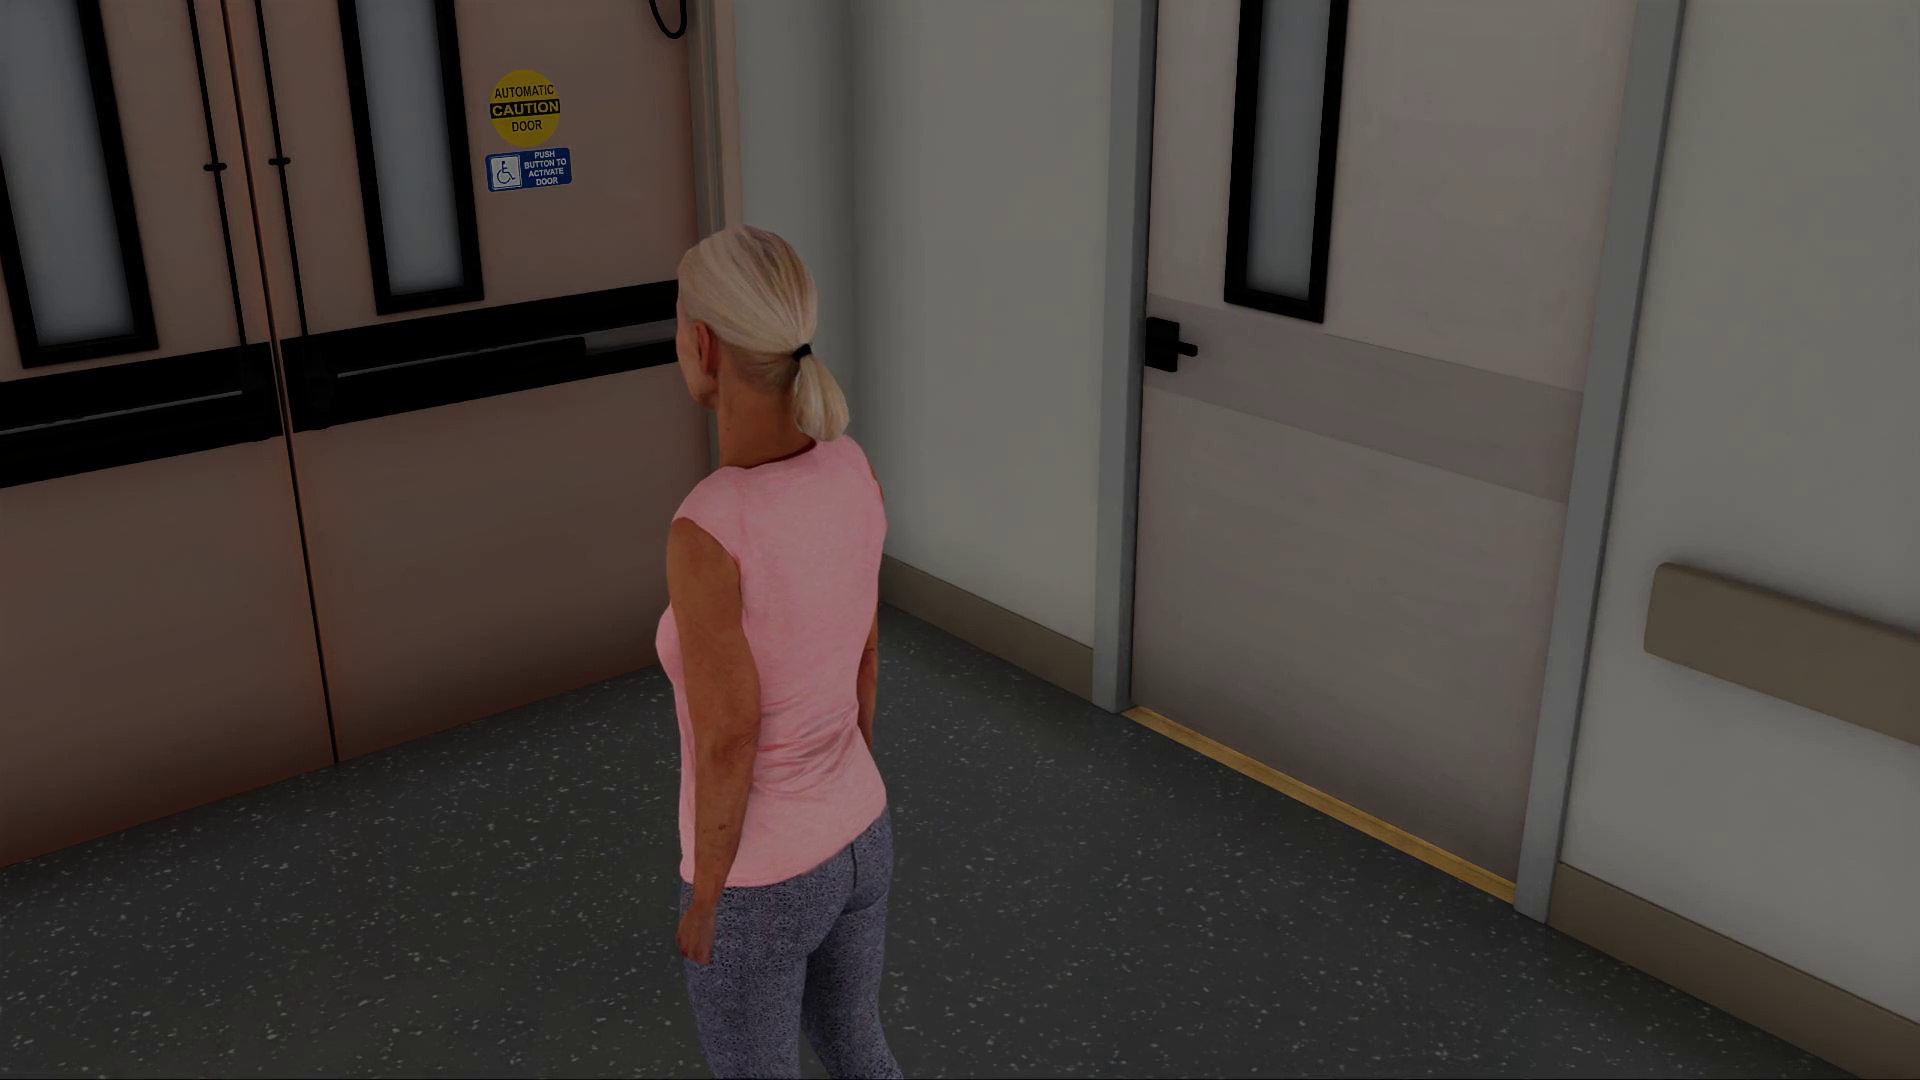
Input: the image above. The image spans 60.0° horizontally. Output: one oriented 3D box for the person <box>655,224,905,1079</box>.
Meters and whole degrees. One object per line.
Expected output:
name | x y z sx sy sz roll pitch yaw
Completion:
person | -0.236 0.430 2.300 0.586 1.725 0.607 13 24 31
